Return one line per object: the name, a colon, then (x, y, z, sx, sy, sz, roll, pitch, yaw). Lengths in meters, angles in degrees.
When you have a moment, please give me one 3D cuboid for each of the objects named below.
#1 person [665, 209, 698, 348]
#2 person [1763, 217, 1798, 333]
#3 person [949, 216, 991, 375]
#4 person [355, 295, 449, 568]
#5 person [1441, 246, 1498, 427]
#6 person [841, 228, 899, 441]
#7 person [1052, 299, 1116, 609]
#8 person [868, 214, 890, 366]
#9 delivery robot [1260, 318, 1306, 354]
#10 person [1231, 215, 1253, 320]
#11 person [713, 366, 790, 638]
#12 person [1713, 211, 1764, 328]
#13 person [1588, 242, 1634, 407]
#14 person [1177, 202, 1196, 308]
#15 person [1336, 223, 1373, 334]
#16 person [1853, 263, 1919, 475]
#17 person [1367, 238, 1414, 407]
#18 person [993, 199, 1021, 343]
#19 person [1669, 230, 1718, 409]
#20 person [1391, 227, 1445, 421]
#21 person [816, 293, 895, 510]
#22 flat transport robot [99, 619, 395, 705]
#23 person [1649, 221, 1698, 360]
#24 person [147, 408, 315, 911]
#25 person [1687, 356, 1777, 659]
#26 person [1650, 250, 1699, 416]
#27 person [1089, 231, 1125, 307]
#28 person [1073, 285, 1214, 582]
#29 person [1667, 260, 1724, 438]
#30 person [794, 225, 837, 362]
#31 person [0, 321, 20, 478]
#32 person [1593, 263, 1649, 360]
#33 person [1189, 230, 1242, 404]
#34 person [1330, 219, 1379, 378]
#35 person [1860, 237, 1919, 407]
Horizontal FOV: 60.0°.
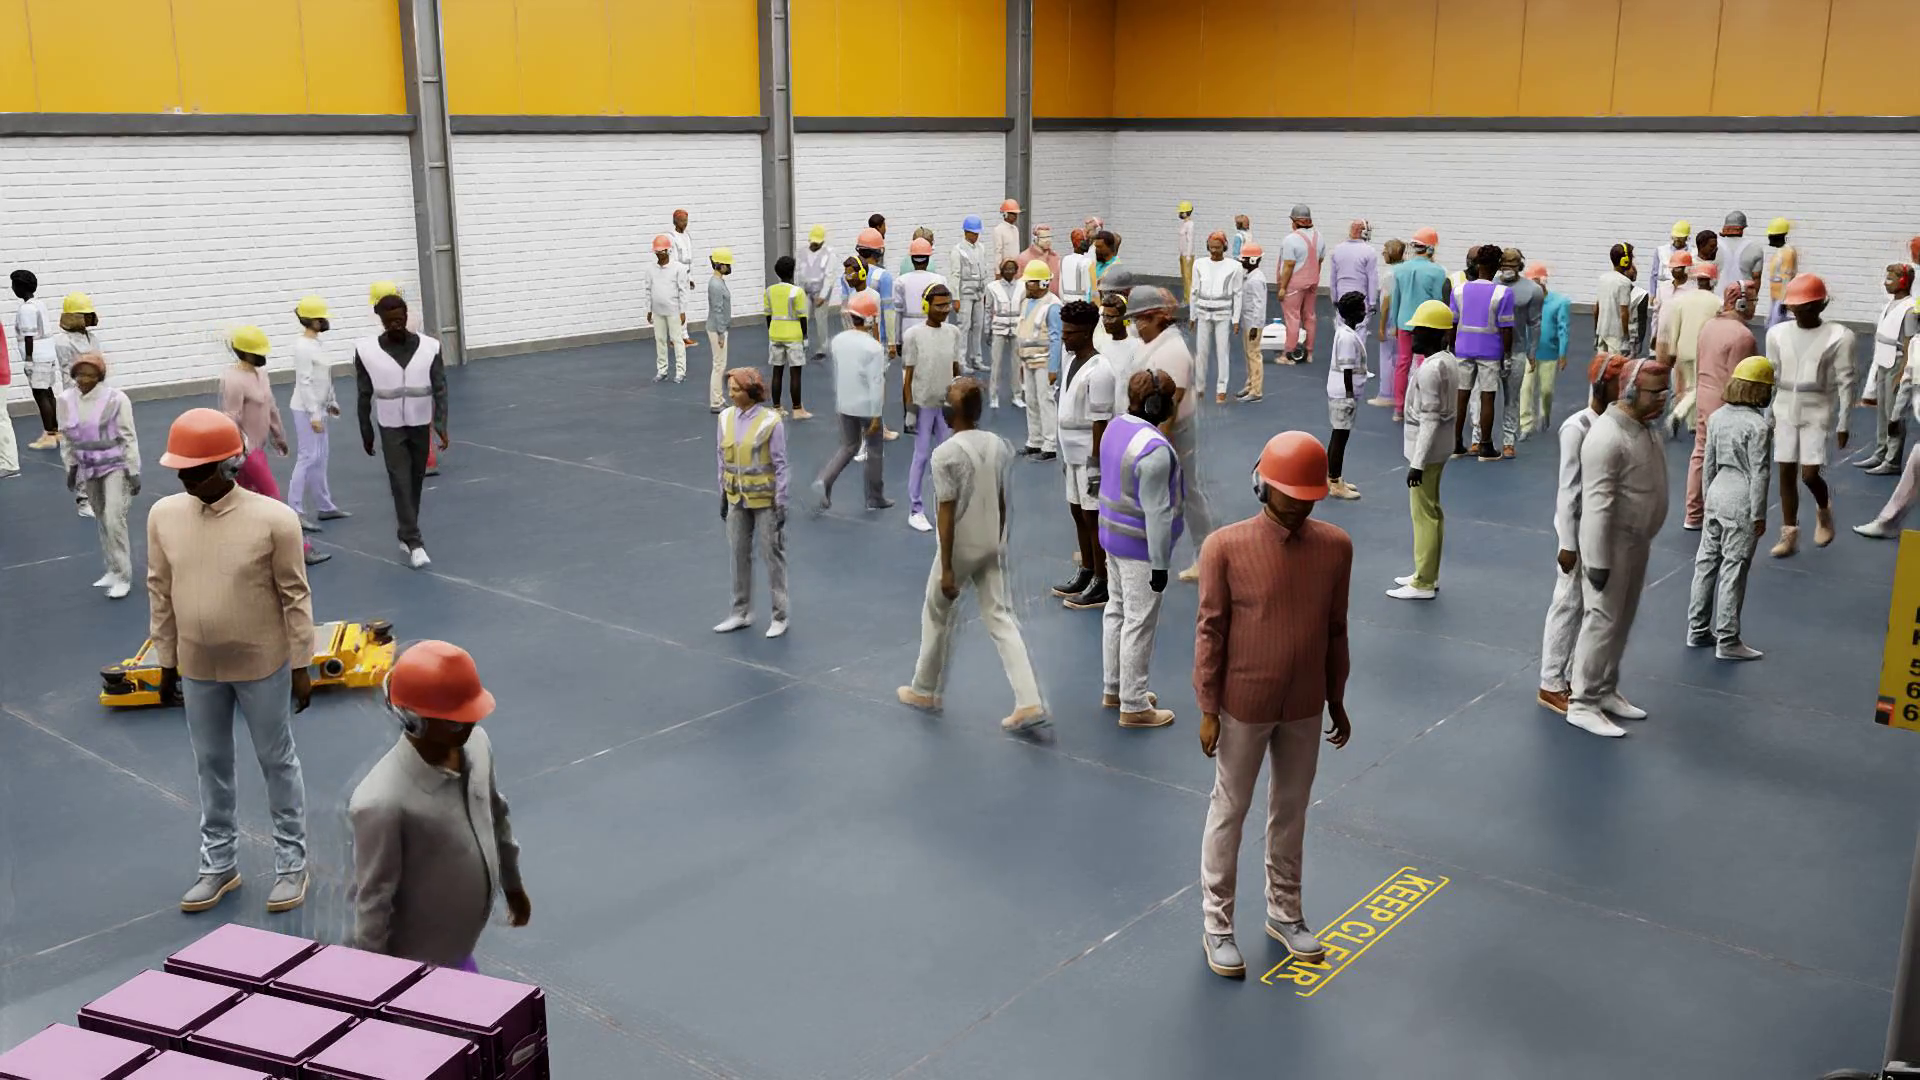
person: (-3.828, -3.579, 22.801, 0.361, 1.882, 0.575, 6, 15, 22)
person: (10.131, -3.014, 20.513, 0.608, 1.900, 0.605, 2, 14, 8)
person: (0.128, -2.992, 20.358, 0.420, 1.932, 0.624, 12, 18, 40)
person: (-3.819, -0.754, 11.521, 0.582, 1.867, 0.951, -8, 16, -30)
person: (5.102, -2.007, 16.602, 0.625, 1.842, 0.429, 0, 14, 0)
person: (-0.853, -1.967, 16.020, 0.615, 2.045, 0.381, 10, 17, 35)
person: (0.789, -0.543, 10.523, 0.375, 1.958, 0.599, -4, 15, -17)
person: (-1.101, -3.155, 21.051, 0.389, 1.912, 0.590, -6, 15, -21)
delivery robot: (4.080, -2.611, 21.430, 0.707, 0.478, 0.477, 0, 14, 1)
person: (4.404, -4.252, 26.004, 0.314, 1.632, 0.516, 9, 17, 33)
person: (-1.236, -0.216, 9.886, 0.525, 1.626, 0.417, 9, 17, 32)
person: (9.006, -2.840, 19.521, 0.678, 2.000, 0.536, 6, 15, 22)
person: (6.525, -2.024, 16.607, 0.328, 1.874, 0.517, -3, 14, -13)
person: (3.745, -4.741, 27.698, 0.335, 1.760, 0.523, -2, 14, -7)
person: (5.774, -3.783, 24.147, 0.437, 1.619, 0.501, 2, 14, 9)
person: (8.154, -1.482, 14.493, 0.373, 1.843, 0.572, 3, 14, 11)
person: (4.701, -2.314, 17.870, 0.509, 1.832, 0.515, -13, 19, -43)
person: (0.675, -3.772, 23.337, 0.396, 1.993, 0.617, 8, 16, 28)
person: (7.853, -2.348, 17.805, 0.394, 1.920, 0.587, 12, 19, 40)
person: (4.698, -2.190, 17.016, 0.383, 1.996, 0.609, -12, 18, -40)
person: (-0.809, -1.062, 13.032, 0.573, 1.736, 0.646, 12, 18, 40)
flat transport robot: (-3.874, 0.659, 9.124, 1.431, 0.197, 0.652, -4, 14, -15)
person: (9.073, -3.135, 21.144, 0.586, 1.823, 0.403, 4, 14, 14)
person: (-2.800, 0.471, 6.397, 0.610, 1.989, 0.392, 1, 14, 2)
person: (4.461, -0.188, 9.542, 0.307, 1.738, 0.485, -3, 14, -13)
person: (7.380, -2.112, 17.193, 0.330, 1.751, 0.564, -9, 17, -31)
person: (1.588, -2.346, 17.810, 0.380, 1.912, 0.613, -9, 16, -31)
person: (1.300, -0.726, 11.077, 0.984, 2.000, 0.804, -3, 14, -12)
person: (7.125, -1.838, 16.153, 0.722, 1.733, 0.575, -8, 16, -29)
person: (-1.879, -3.117, 21.183, 0.610, 1.766, 0.823, 4, 15, 15)
person: (-8.425, -1.405, 14.403, 0.353, 1.738, 0.575, -11, 18, -36)
person: (6.824, -2.060, 17.220, 0.514, 1.640, 0.310, 10, 17, 34)
person: (2.787, -2.435, 18.219, 0.574, 1.886, 0.360, 7, 16, 25)
person: (4.780, -2.911, 20.077, 0.406, 1.906, 0.654, -12, 18, -40)
person: (10.244, -2.313, 17.832, 0.968, 1.835, 0.580, 0, 14, -1)
